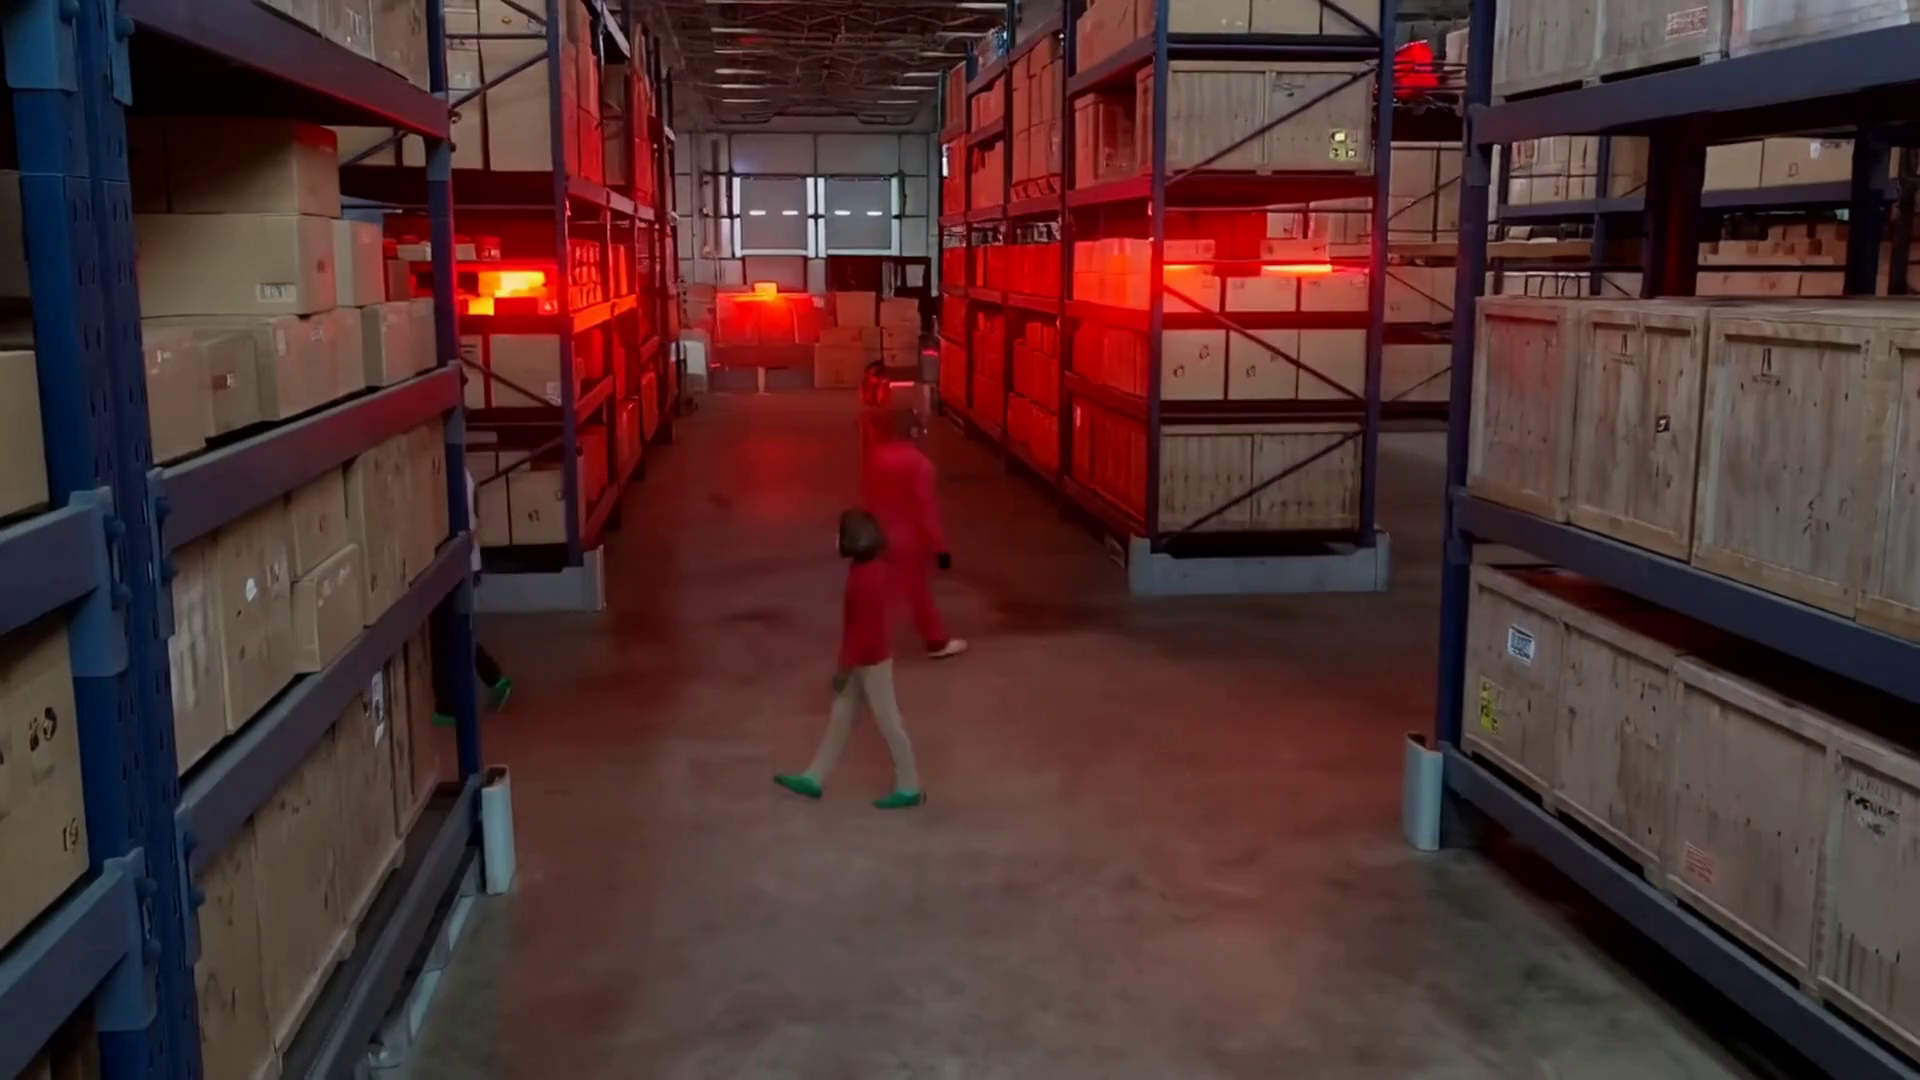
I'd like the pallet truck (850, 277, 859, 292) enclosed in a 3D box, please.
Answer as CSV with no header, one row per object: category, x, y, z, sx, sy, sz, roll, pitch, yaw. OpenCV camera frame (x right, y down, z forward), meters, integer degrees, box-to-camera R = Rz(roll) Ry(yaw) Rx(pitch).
pallet truck,-3.782,-9.391,65.808,1.885,1.965,0.823,2,10,10

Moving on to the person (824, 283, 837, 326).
person,-4.281,-7.743,56.434,0.665,1.918,0.539,-4,10,-21

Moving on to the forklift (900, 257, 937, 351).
forklift,-1.358,-7.151,50.199,1.129,2.768,1.873,2,10,10

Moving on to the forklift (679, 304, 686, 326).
forklift,-10.933,-8.849,60.085,1.873,2.768,1.129,0,10,0

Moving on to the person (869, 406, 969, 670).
person,-0.345,-0.010,11.623,1.021,1.853,0.655,-7,12,-34

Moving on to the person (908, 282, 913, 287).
person,-1.896,-9.010,64.084,1.014,1.831,0.577,-8,13,-40

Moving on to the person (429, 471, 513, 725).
person,-3.108,0.213,10.143,0.531,1.903,0.603,2,10,9

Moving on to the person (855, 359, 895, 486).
person,-1.056,-1.511,21.100,0.523,1.597,0.783,2,10,11

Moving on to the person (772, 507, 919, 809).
person,-0.589,0.627,8.625,0.818,1.589,0.526,-1,10,-4
